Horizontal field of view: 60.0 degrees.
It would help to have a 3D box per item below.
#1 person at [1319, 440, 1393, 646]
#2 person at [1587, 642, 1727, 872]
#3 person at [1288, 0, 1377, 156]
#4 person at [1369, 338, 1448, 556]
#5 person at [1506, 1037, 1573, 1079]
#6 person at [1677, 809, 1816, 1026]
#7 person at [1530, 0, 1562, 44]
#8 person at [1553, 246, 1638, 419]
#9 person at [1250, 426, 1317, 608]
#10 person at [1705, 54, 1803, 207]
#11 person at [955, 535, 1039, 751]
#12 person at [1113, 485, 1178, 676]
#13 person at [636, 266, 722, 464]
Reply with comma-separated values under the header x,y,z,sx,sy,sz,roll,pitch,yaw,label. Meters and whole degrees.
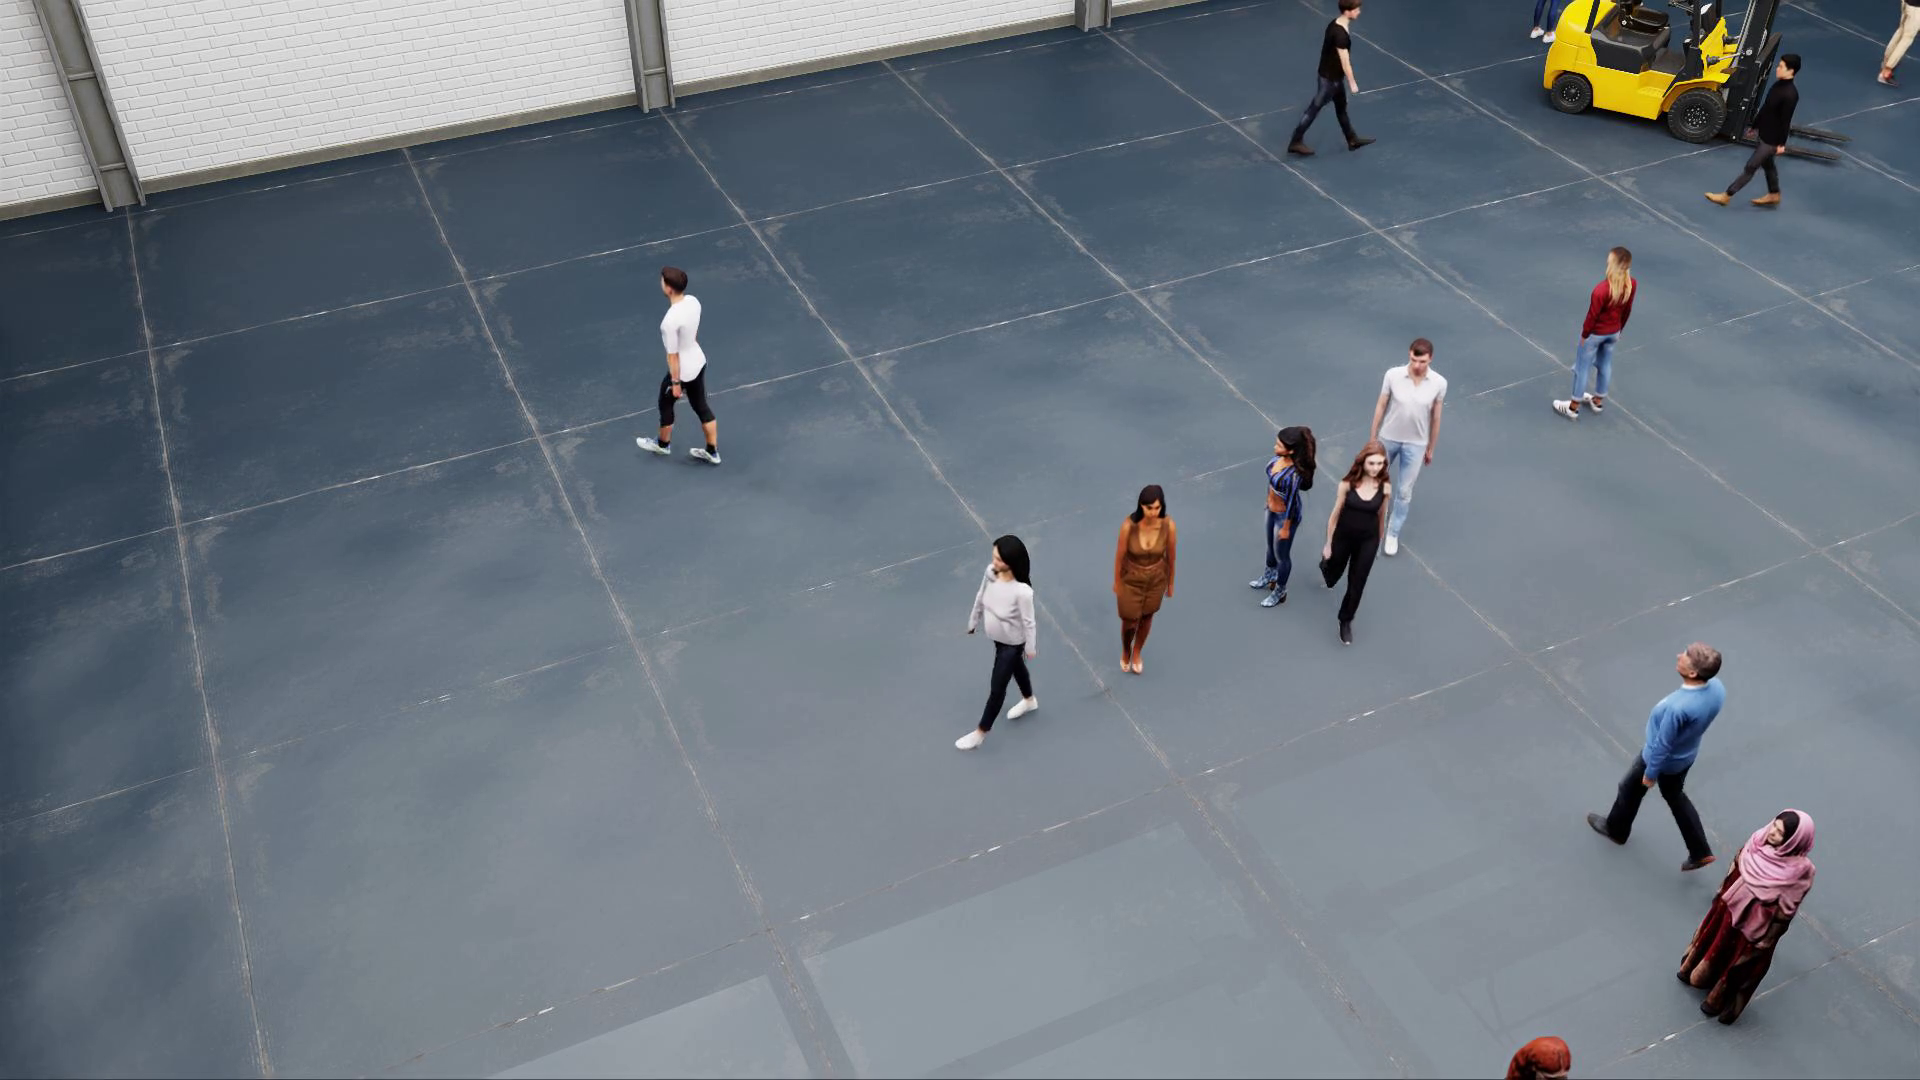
x,y,z,sx,sy,sz,roll,pitch,yaw,label
2.889,-0.065,12.241,0.978,1.732,0.917,0,39,1,person
4.505,1.366,10.395,1.048,1.798,0.854,-26,45,-29,person
4.016,-5.110,18.467,1.280,1.845,1.127,6,39,8,person
3.486,-0.814,13.089,0.993,1.843,1.033,10,40,13,person
2.760,3.046,8.305,0.466,1.781,0.674,-22,44,-25,person
4.568,2.121,9.579,0.668,1.638,0.710,-8,39,-10,person
7.610,-7.261,21.215,0.551,1.776,0.610,-21,43,-25,person
5.596,-1.815,14.511,0.453,1.632,0.662,-14,41,-17,person
2.421,-0.188,12.488,0.634,1.615,0.657,-6,39,-7,person
8.627,-4.271,17.545,1.180,1.685,1.026,5,39,6,person
0.403,0.631,11.420,1.056,1.668,0.758,-24,44,-27,person
1.291,0.247,11.889,0.624,1.682,0.721,-4,39,-5,person
-2.208,-1.411,13.848,1.124,1.829,1.079,15,41,18,person
